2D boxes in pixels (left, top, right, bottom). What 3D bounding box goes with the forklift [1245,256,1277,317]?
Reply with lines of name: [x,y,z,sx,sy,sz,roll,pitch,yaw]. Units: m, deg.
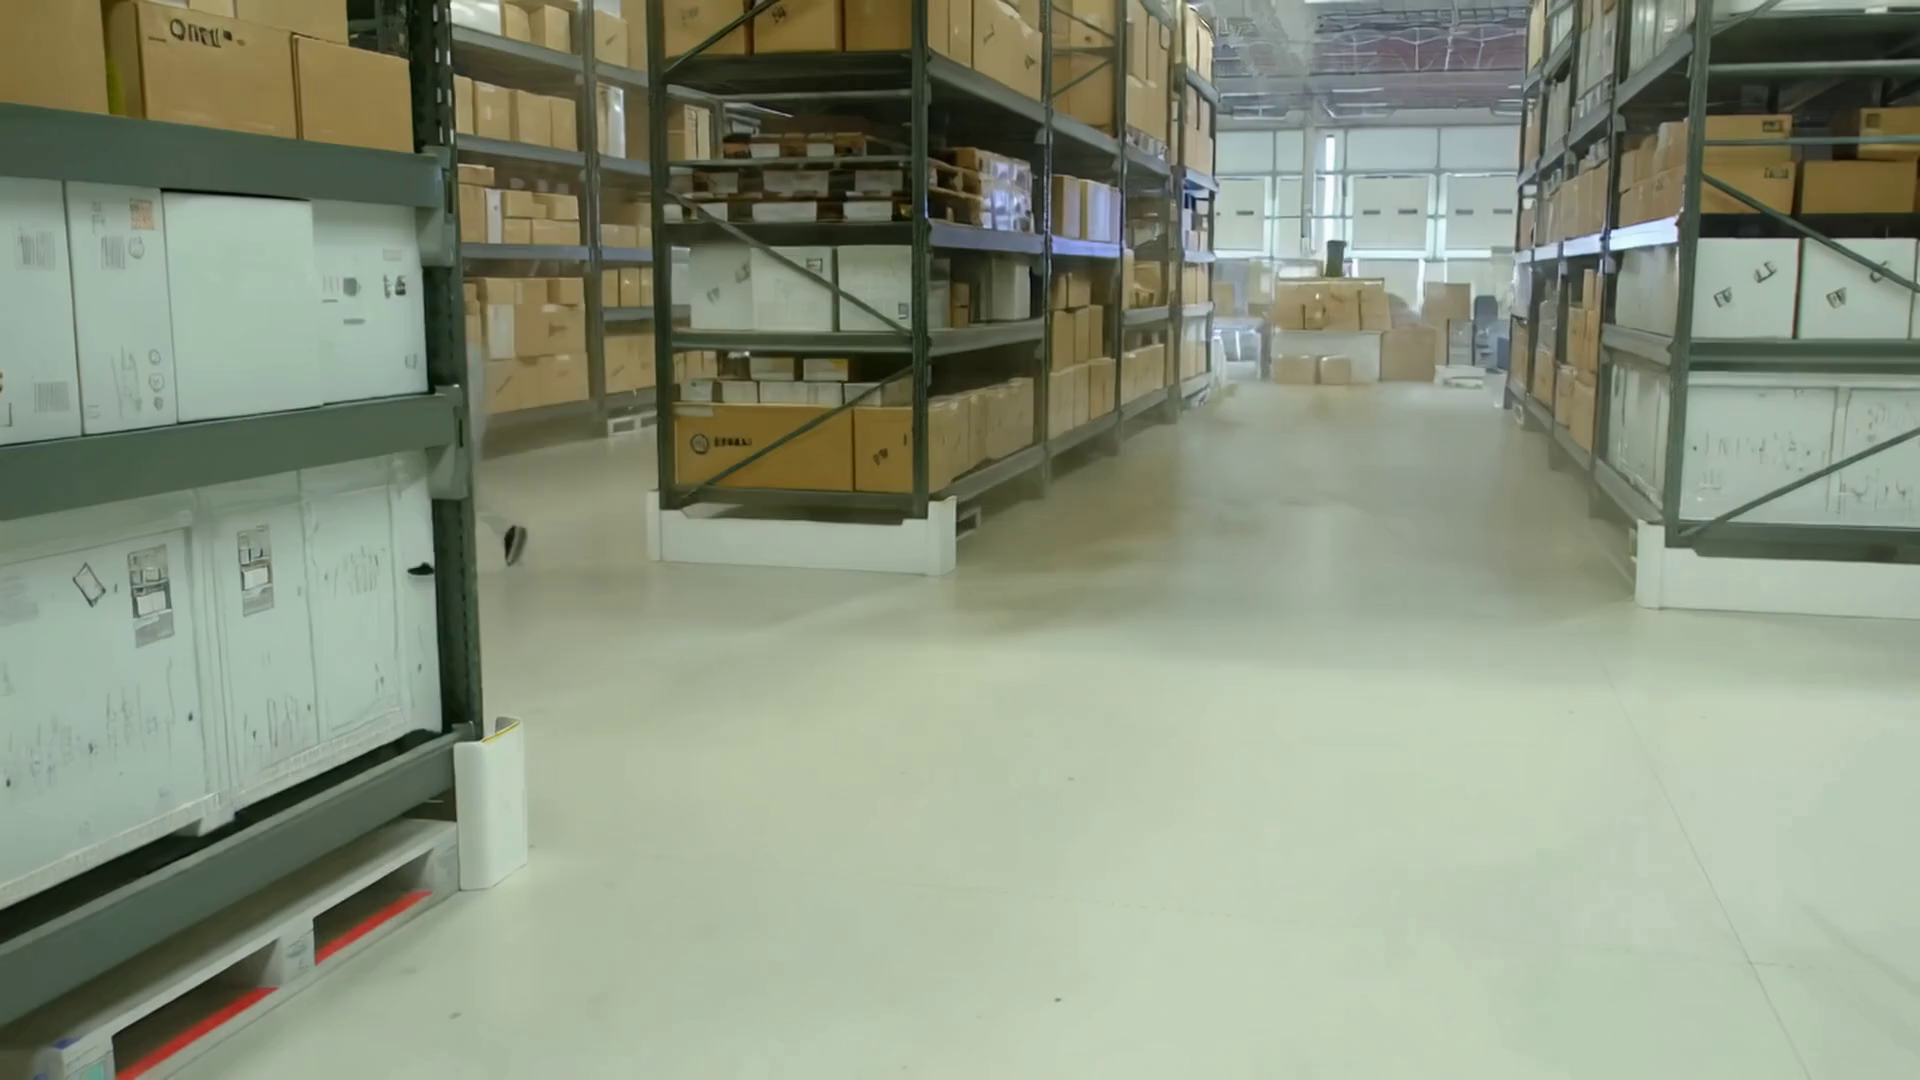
forklift: [10.975,-8.911,60.386,1.129,2.768,1.873,2,9,15]

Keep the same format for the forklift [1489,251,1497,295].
forklift: [16.070,-7.134,49.097,1.129,2.768,1.873,-1,9,-4]

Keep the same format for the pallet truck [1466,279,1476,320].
pallet truck: [18.896,-8.459,60.307,1.885,1.965,0.823,5,10,31]

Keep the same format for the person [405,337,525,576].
person: [-3.395,-0.677,11.242,0.731,1.878,0.664,2,9,15]

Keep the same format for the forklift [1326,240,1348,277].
forklift: [8.059,-5.052,35.868,1.873,2.768,1.129,2,9,14]
